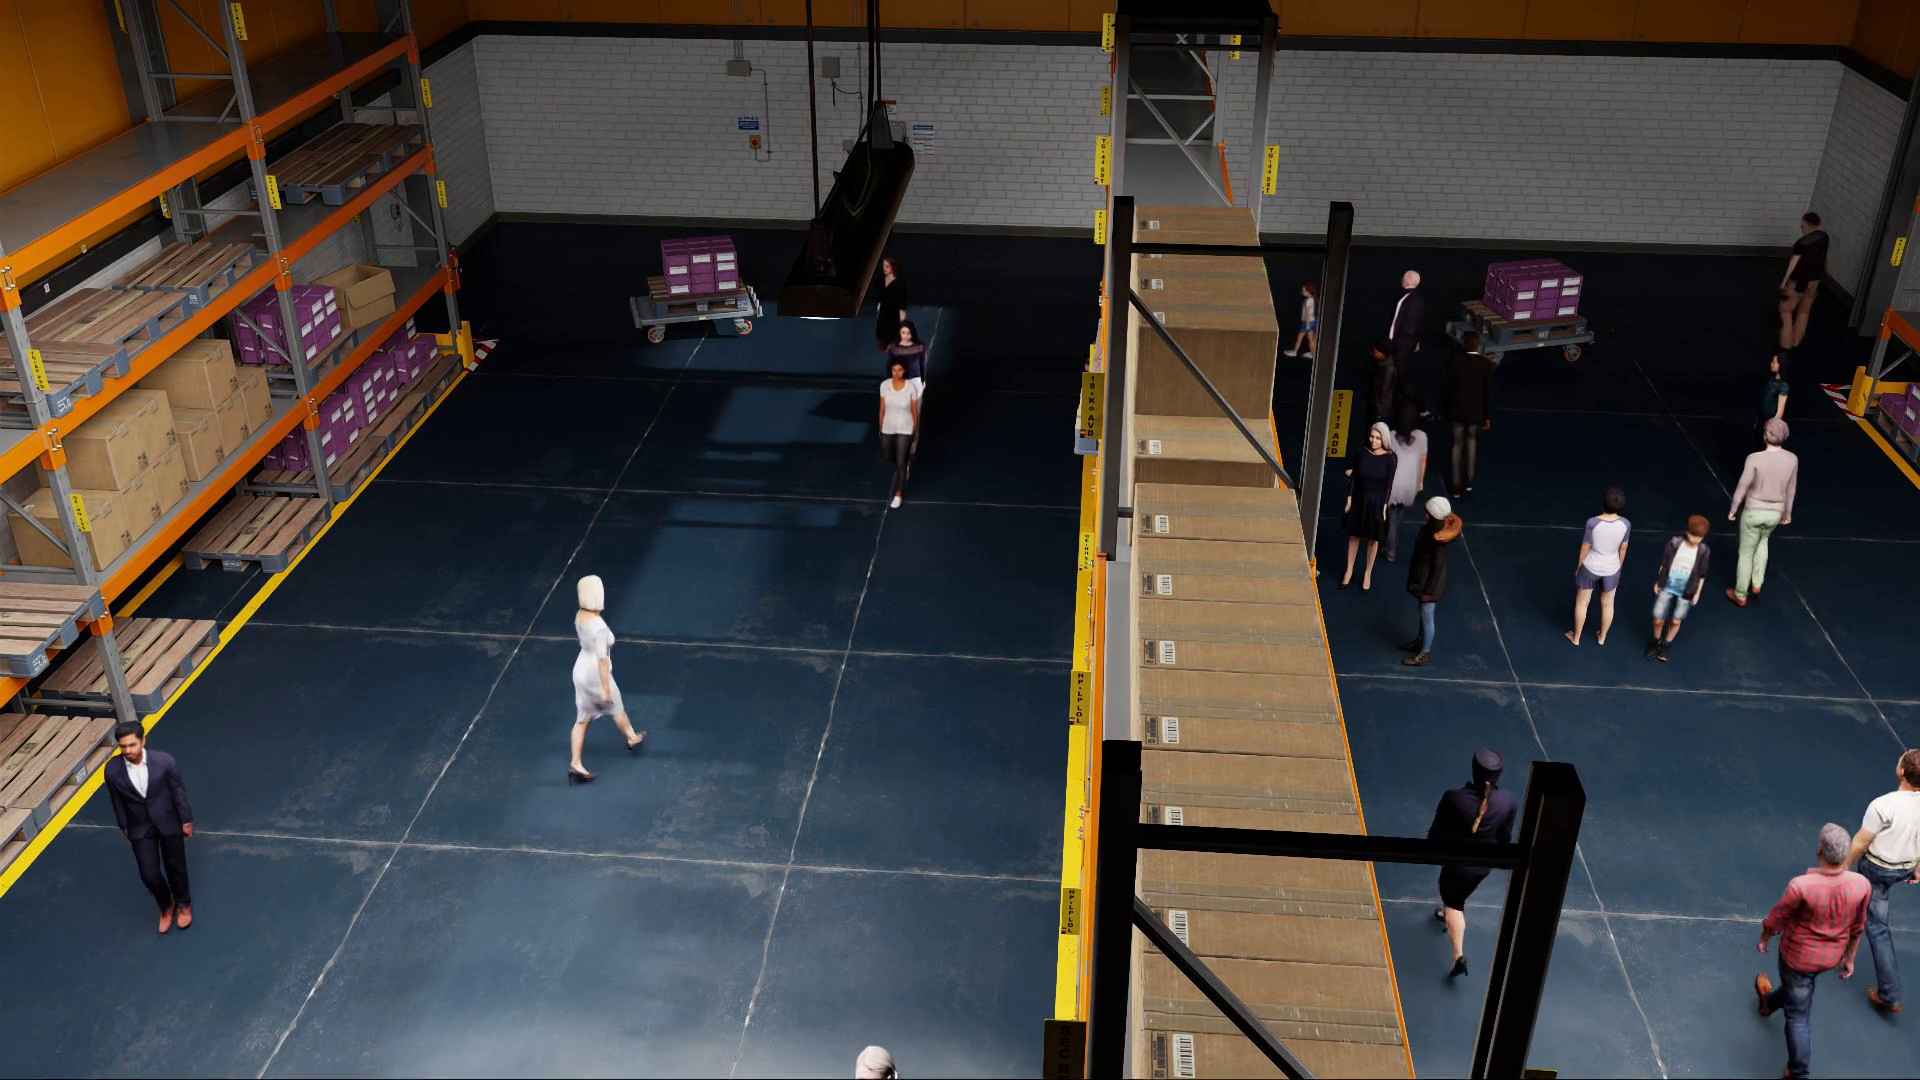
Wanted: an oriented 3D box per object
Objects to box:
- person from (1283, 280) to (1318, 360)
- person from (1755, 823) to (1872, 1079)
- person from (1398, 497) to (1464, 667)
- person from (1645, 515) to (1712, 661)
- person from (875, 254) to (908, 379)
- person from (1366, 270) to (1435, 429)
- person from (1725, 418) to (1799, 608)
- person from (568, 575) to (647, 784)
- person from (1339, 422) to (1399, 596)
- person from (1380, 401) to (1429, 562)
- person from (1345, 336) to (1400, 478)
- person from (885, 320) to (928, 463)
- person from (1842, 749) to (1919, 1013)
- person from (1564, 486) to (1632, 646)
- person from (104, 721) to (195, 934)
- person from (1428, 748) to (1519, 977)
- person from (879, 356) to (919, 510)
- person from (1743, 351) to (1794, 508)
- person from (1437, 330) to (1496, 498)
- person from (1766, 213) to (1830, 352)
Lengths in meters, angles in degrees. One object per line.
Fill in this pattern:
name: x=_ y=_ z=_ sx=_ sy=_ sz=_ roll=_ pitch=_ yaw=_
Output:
person: x=4.430 y=-2.757 z=20.940 sx=0.596 sy=1.003 sz=0.602 roll=11 pitch=31 yaw=20
person: x=5.265 y=2.634 z=10.251 sx=0.766 sy=1.775 sz=1.237 roll=1 pitch=29 yaw=1
person: x=4.123 y=0.344 z=14.593 sx=0.700 sy=1.636 sz=0.553 roll=4 pitch=29 yaw=8
person: x=6.359 y=0.393 z=14.710 sx=0.623 sy=1.438 sz=0.644 roll=13 pitch=31 yaw=22
person: x=-0.776 y=-2.638 z=20.002 sx=0.808 sy=1.692 sz=0.898 roll=21 pitch=35 yaw=33
person: x=5.135 y=-2.151 z=18.988 sx=1.195 sy=1.808 sz=1.208 roll=24 pitch=36 yaw=36
person: x=7.431 y=-0.191 z=15.344 sx=0.704 sy=1.856 sz=0.665 roll=0 pitch=29 yaw=0
person: x=-2.921 y=1.145 z=13.063 sx=1.089 sy=1.695 sz=0.970 roll=-22 pitch=35 yaw=-34
person: x=3.844 y=-0.309 z=15.675 sx=0.678 sy=1.747 sz=0.685 roll=14 pitch=32 yaw=24
person: x=4.315 y=-0.542 z=16.278 sx=0.766 sy=1.580 sz=0.936 roll=-5 pitch=29 yaw=-10
person: x=4.474 y=-1.394 z=17.755 sx=0.663 sy=1.661 sz=0.606 roll=15 pitch=32 yaw=26
person: x=-0.590 y=-1.693 z=18.397 sx=0.613 sy=1.571 sz=0.982 roll=2 pitch=29 yaw=4
person: x=6.129 y=2.243 z=10.927 sx=0.924 sy=1.814 sz=1.297 roll=-6 pitch=29 yaw=-10
person: x=5.729 y=0.229 z=14.880 sx=0.551 sy=1.564 sz=0.509 roll=3 pitch=29 yaw=5
person: x=-5.587 y=1.932 z=11.602 sx=0.738 sy=1.713 sz=0.745 roll=-10 pitch=30 yaw=-18
person: x=3.414 y=2.187 z=11.208 sx=0.798 sy=1.643 sz=1.087 roll=-3 pitch=29 yaw=-5
person: x=-0.629 y=-1.177 z=17.390 sx=0.704 sy=1.628 sz=0.984 roll=8 pitch=30 yaw=15
person: x=8.370 y=-1.150 z=17.227 sx=0.630 sy=1.736 sz=0.442 roll=4 pitch=29 yaw=7
person: x=5.328 y=-1.287 z=17.447 sx=0.705 sy=1.768 sz=0.703 roll=11 pitch=30 yaw=19
person: x=10.729 y=-3.288 z=21.075 sx=0.886 sy=1.806 sz=0.818 roll=-1 pitch=29 yaw=-2
